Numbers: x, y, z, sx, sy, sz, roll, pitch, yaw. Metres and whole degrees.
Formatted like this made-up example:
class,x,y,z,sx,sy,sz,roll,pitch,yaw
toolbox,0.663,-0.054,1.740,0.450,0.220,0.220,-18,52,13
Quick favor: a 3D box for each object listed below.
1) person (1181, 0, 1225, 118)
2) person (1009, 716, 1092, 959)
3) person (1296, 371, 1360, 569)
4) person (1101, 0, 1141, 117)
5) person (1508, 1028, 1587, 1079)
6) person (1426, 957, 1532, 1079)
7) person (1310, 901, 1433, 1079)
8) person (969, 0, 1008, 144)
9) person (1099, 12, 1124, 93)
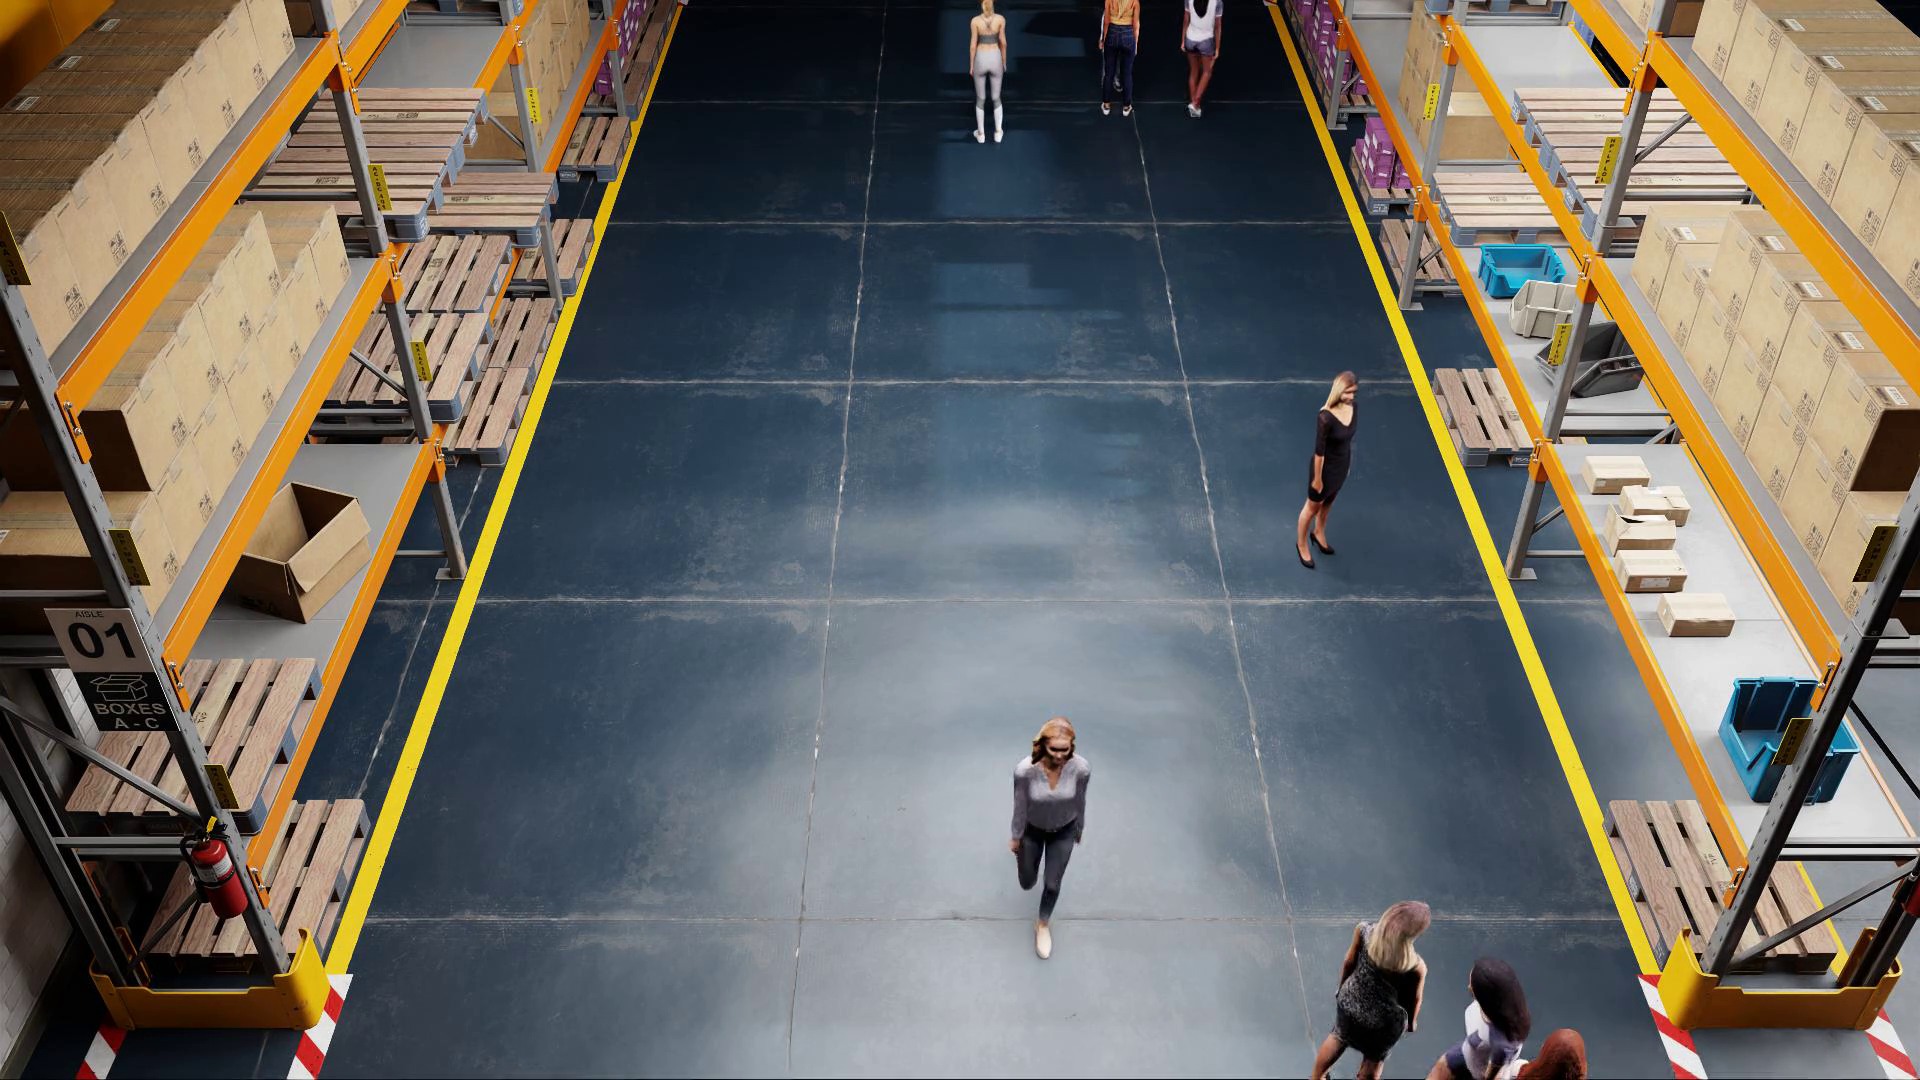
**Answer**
class,x,y,z,sx,sy,sz,roll,pitch,yaw
person,2.666,-5.516,18.658,0.780,1.708,0.905,14,41,17
person,0.492,1.635,9.646,0.593,1.780,0.825,-1,39,-1
person,2.765,-0.549,12.464,0.609,1.676,0.652,-28,47,-31
person,1.817,-5.634,18.872,0.590,1.625,0.558,6,39,8
person,2.666,3.021,7.972,1.175,1.703,1.073,-32,48,-33
person,2.745,2.704,8.418,0.723,1.643,1.077,3,39,3
person,2.132,2.499,8.650,0.693,1.672,0.746,21,43,24
person,0.306,-5.210,18.278,0.589,1.704,0.537,-4,39,-5
person,1.809,-5.898,19.526,0.588,1.222,0.586,-7,39,-9
